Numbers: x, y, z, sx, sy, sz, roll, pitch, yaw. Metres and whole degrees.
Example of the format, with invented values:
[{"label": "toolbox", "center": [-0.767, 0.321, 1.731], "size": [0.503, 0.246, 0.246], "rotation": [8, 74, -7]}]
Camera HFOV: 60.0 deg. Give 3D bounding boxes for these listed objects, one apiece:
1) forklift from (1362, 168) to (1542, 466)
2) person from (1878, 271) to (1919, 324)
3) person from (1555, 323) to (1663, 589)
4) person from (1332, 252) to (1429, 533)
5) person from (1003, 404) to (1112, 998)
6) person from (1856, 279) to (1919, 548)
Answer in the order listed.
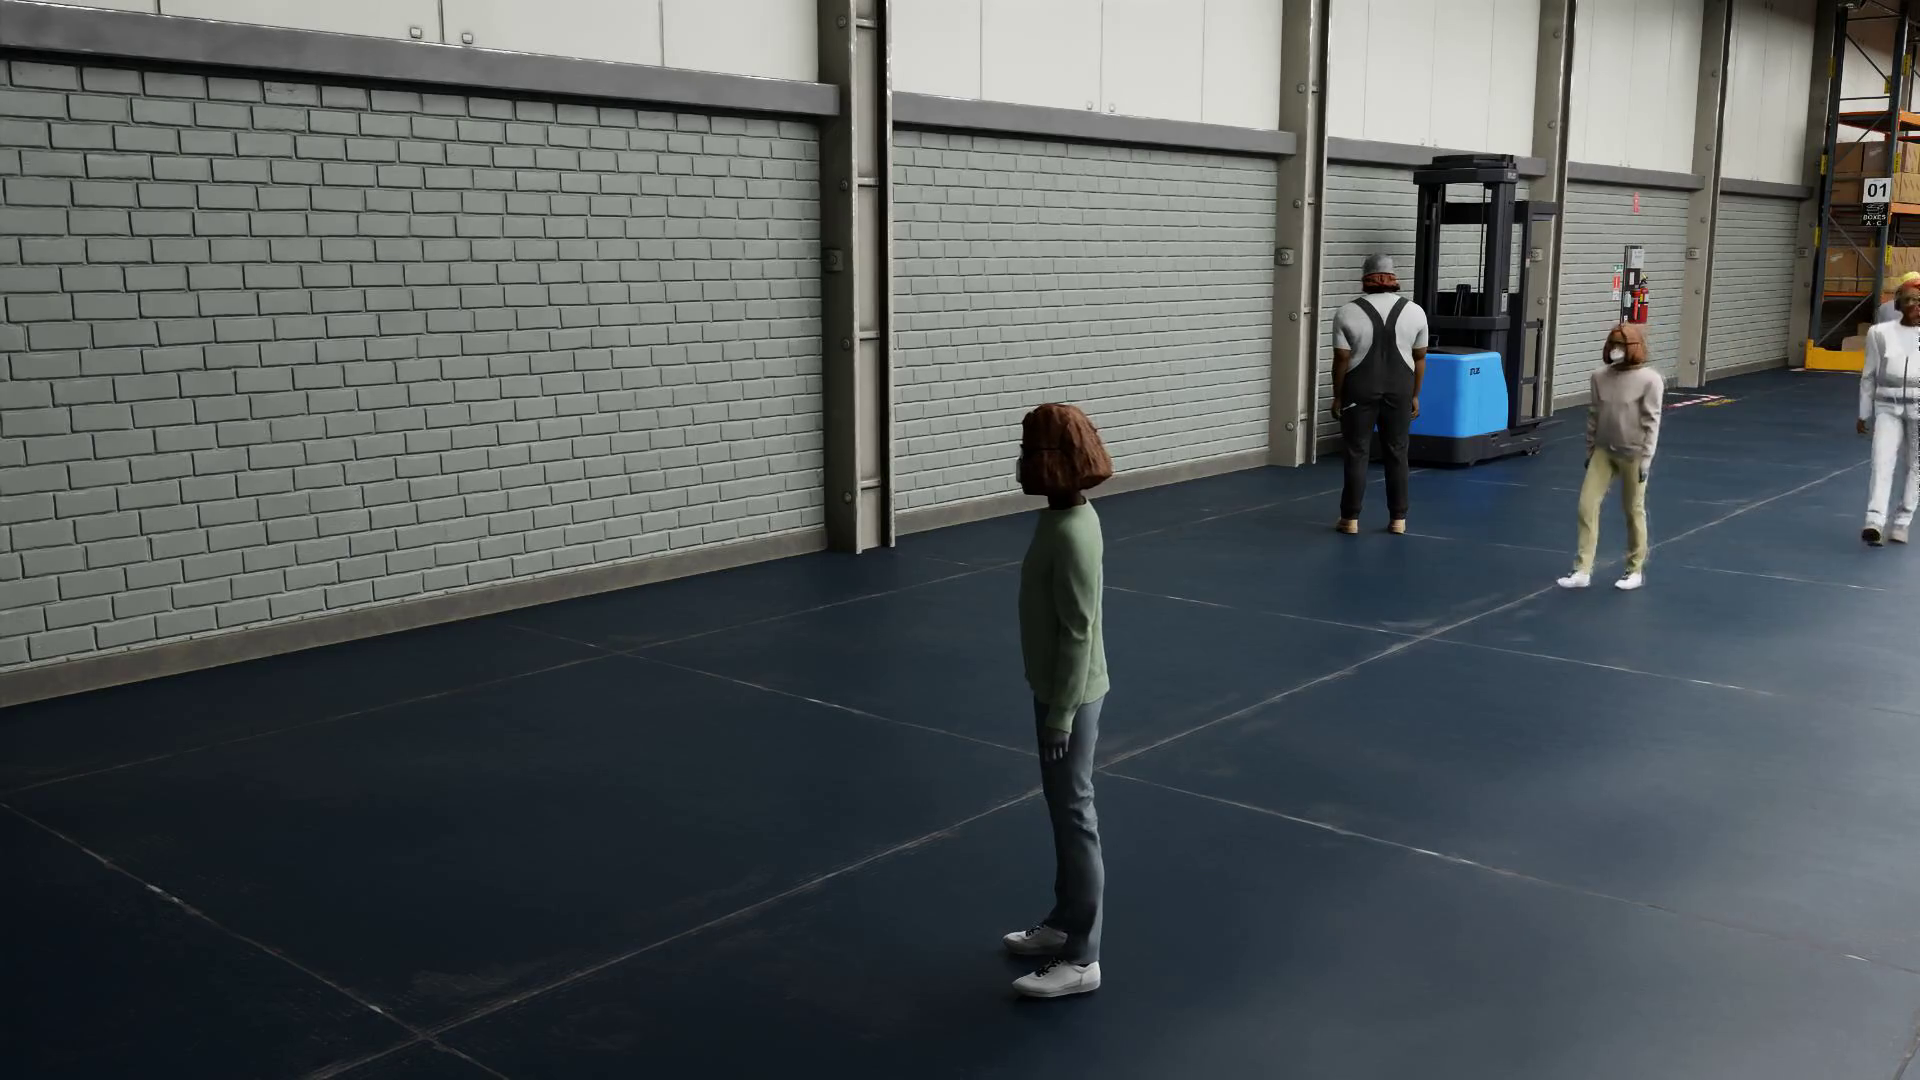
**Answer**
[{"label": "forklift", "center": [4.875, -2.212, 16.287], "size": [1.129, 2.768, 1.873], "rotation": [8, 13, 40]}, {"label": "person", "center": [10.267, -2.022, 18.156], "size": [0.752, 1.811, 0.602], "rotation": [-6, 12, -32]}, {"label": "person", "center": [3.894, -0.484, 9.949], "size": [0.718, 1.605, 0.525], "rotation": [-7, 12, -34]}, {"label": "person", "center": [3.008, -1.054, 12.084], "size": [0.680, 2.000, 0.537], "rotation": [0, 10, 2]}, {"label": "person", "center": [0.271, 0.438, 4.623], "size": [0.279, 1.633, 0.501], "rotation": [0, 10, -2]}, {"label": "person", "center": [6.479, -0.857, 11.415], "size": [0.606, 1.832, 0.951], "rotation": [7, 12, 34]}]
